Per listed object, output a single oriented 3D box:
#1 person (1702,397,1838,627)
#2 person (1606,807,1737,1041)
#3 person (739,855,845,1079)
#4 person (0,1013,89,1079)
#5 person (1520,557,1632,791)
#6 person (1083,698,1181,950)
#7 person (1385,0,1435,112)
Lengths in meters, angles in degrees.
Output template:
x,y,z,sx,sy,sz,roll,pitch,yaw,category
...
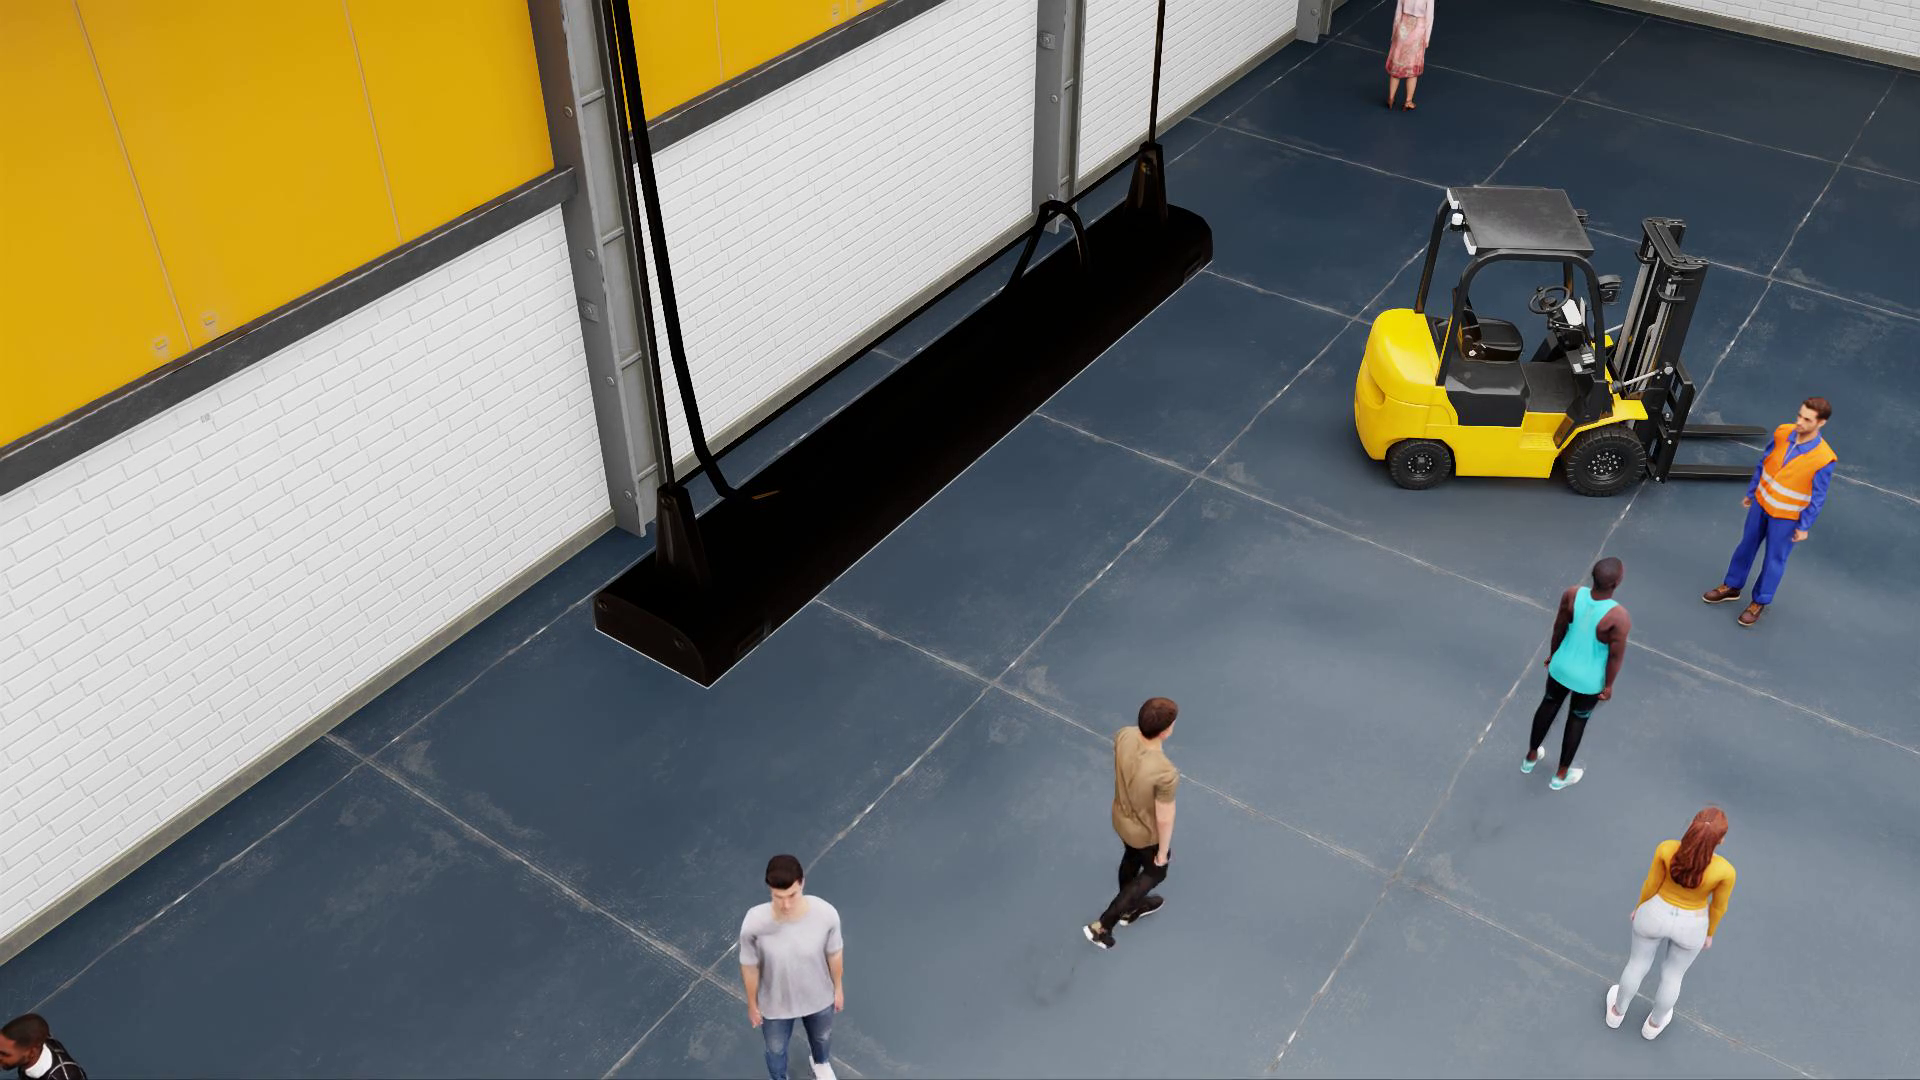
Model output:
x,y,z,sx,sy,sz,roll,pitch,yaw,category
5.752,-0.222,11.677,0.766,1.863,0.777,-20,43,-23,person
3.818,2.055,8.915,0.593,1.751,0.586,19,43,23,person
-0.848,2.270,8.526,0.781,1.901,0.855,-9,40,-11,person
-4.146,2.826,7.895,0.680,1.821,0.580,28,47,31,person
3.857,0.824,10.409,0.584,1.811,0.658,-30,48,-32,person
0.942,1.631,9.379,1.031,1.835,0.874,-22,44,-25,person
5.036,-5.630,18.587,0.613,1.691,0.590,19,42,22,person
